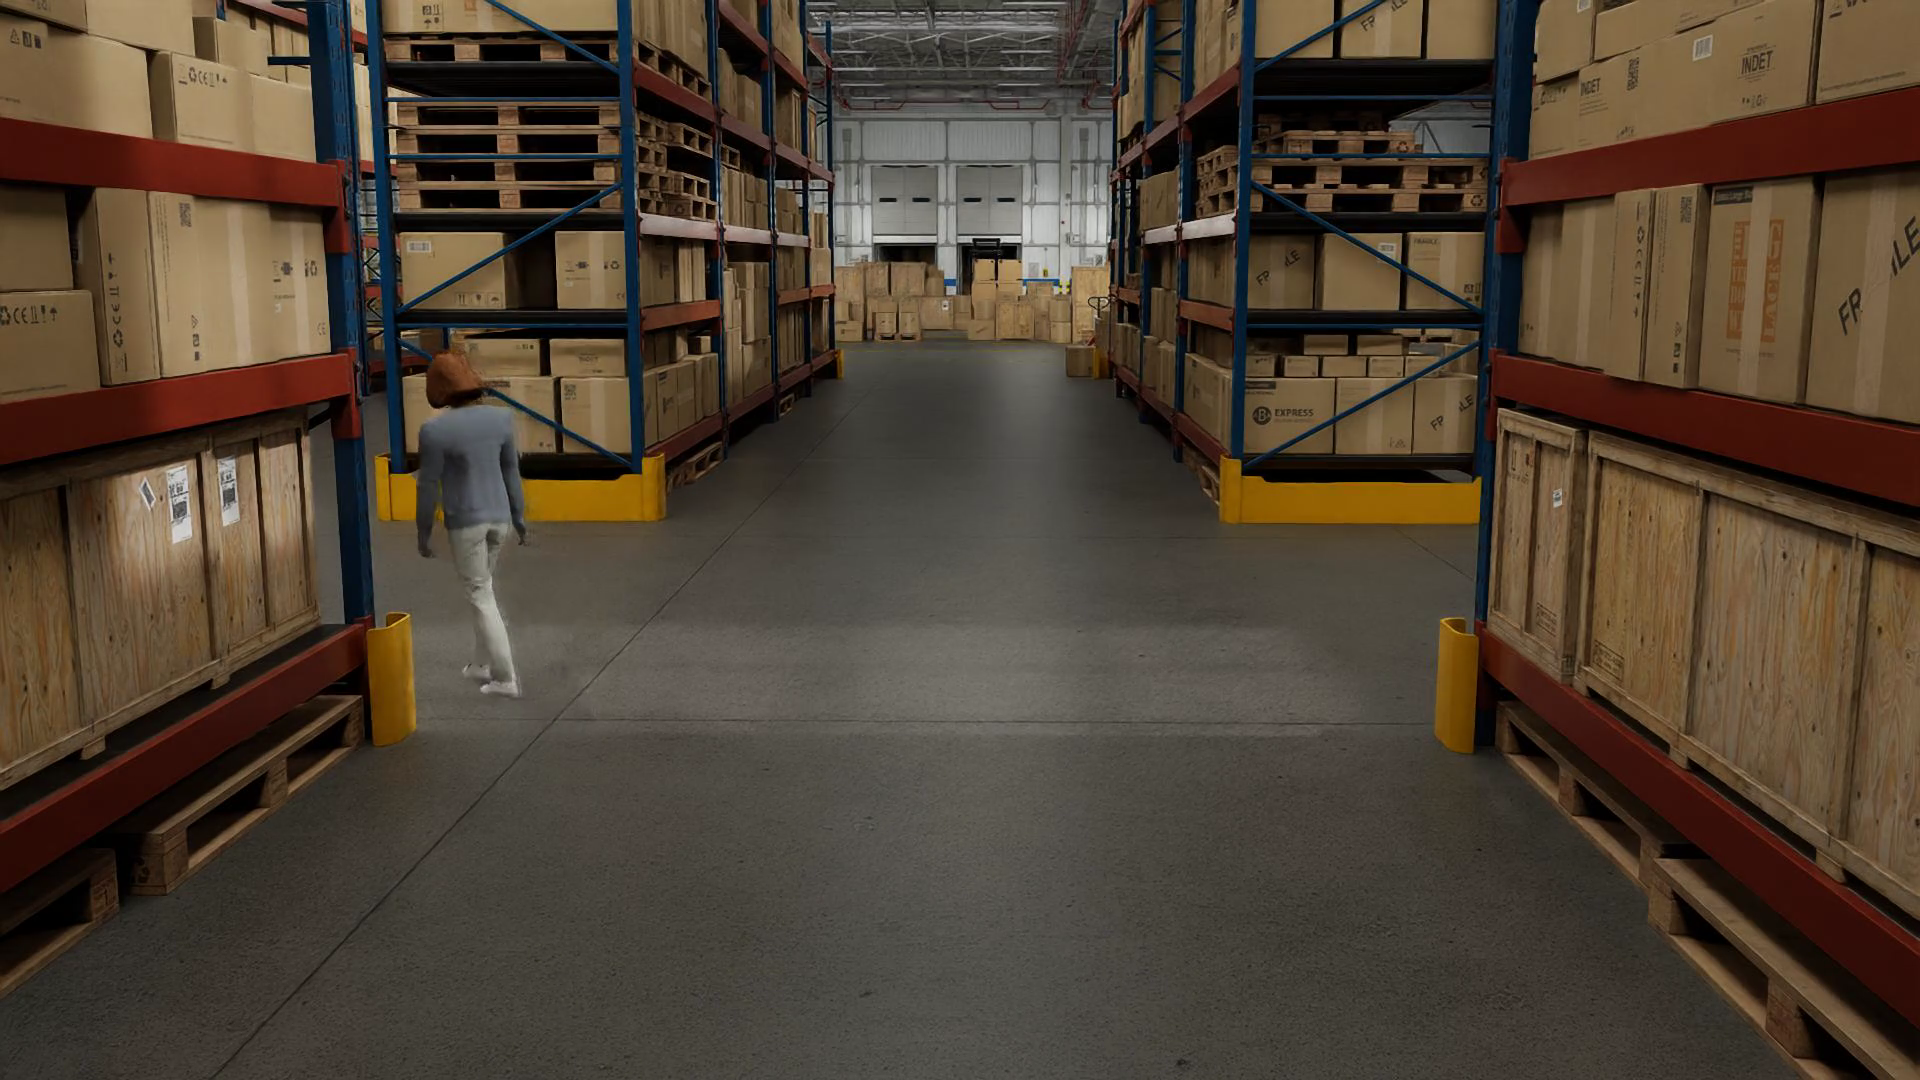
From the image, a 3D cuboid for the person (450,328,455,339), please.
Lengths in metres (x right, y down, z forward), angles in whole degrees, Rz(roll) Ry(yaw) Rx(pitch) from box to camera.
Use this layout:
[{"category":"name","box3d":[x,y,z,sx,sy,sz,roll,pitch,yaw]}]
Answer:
[{"category":"person","box3d":[-13.429,-6.233,43.928,0.616,1.862,0.675,2,10,10]}]

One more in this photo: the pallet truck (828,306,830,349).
[{"category":"pallet truck","box3d":[-3.100,-3.940,29.800,1.885,1.965,0.823,3,10,19]}]

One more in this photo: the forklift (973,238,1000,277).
[{"category":"forklift","box3d":[0.885,-8.689,55.609,1.129,2.768,1.873,0,9,1]}]

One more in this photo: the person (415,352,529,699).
[{"category":"person","box3d":[-2.321,-0.070,7.750,0.669,1.604,0.519,7,12,35]}]
